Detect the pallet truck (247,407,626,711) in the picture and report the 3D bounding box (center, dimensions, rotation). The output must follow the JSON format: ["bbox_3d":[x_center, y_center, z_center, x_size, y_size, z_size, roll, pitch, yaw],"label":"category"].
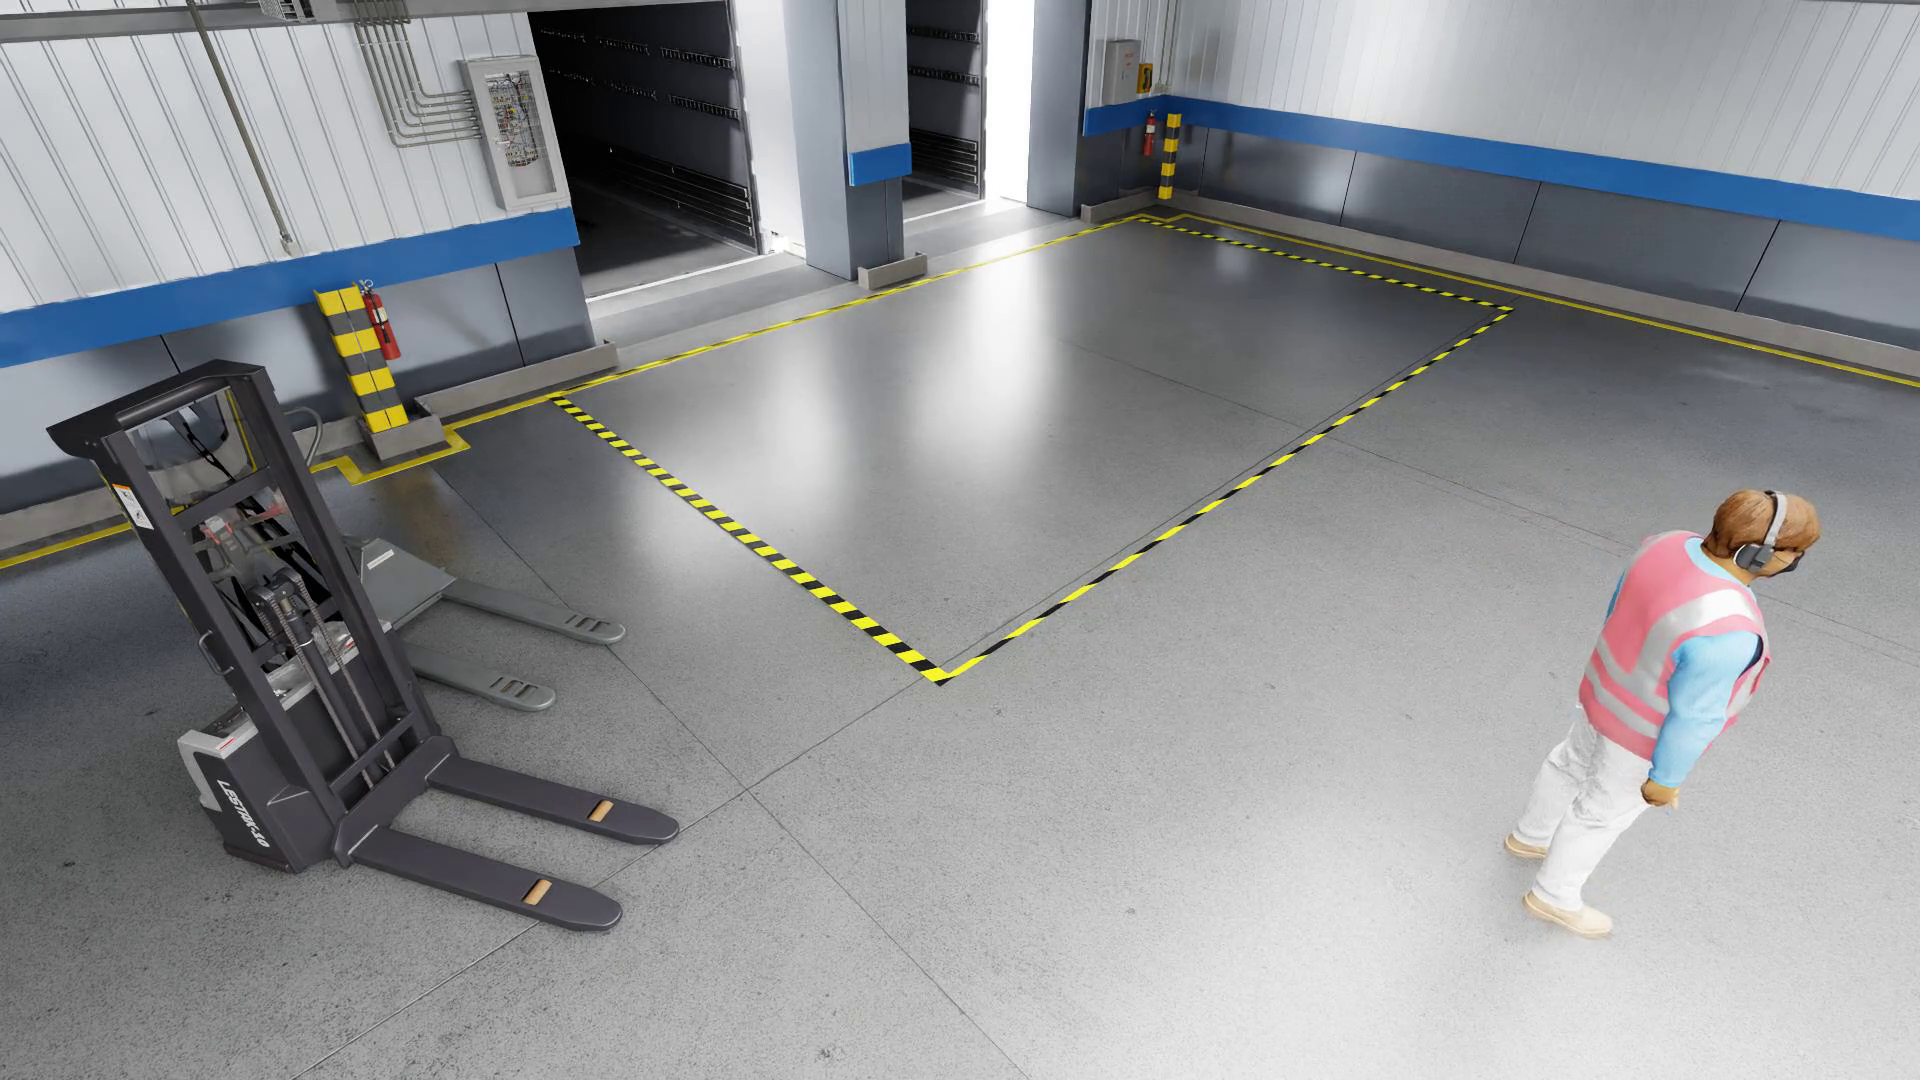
[{"bbox_3d":[-2.628,0.038,4.590,1.601,1.201,0.680,12,36,18],"label":"pallet truck"}]

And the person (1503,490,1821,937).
[{"bbox_3d":[2.385,0.624,3.193,0.429,1.841,0.632,8,35,12],"label":"person"}]

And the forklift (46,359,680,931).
[{"bbox_3d":[-2.135,0.422,3.354,1.885,1.965,0.823,10,35,14],"label":"forklift"}]
